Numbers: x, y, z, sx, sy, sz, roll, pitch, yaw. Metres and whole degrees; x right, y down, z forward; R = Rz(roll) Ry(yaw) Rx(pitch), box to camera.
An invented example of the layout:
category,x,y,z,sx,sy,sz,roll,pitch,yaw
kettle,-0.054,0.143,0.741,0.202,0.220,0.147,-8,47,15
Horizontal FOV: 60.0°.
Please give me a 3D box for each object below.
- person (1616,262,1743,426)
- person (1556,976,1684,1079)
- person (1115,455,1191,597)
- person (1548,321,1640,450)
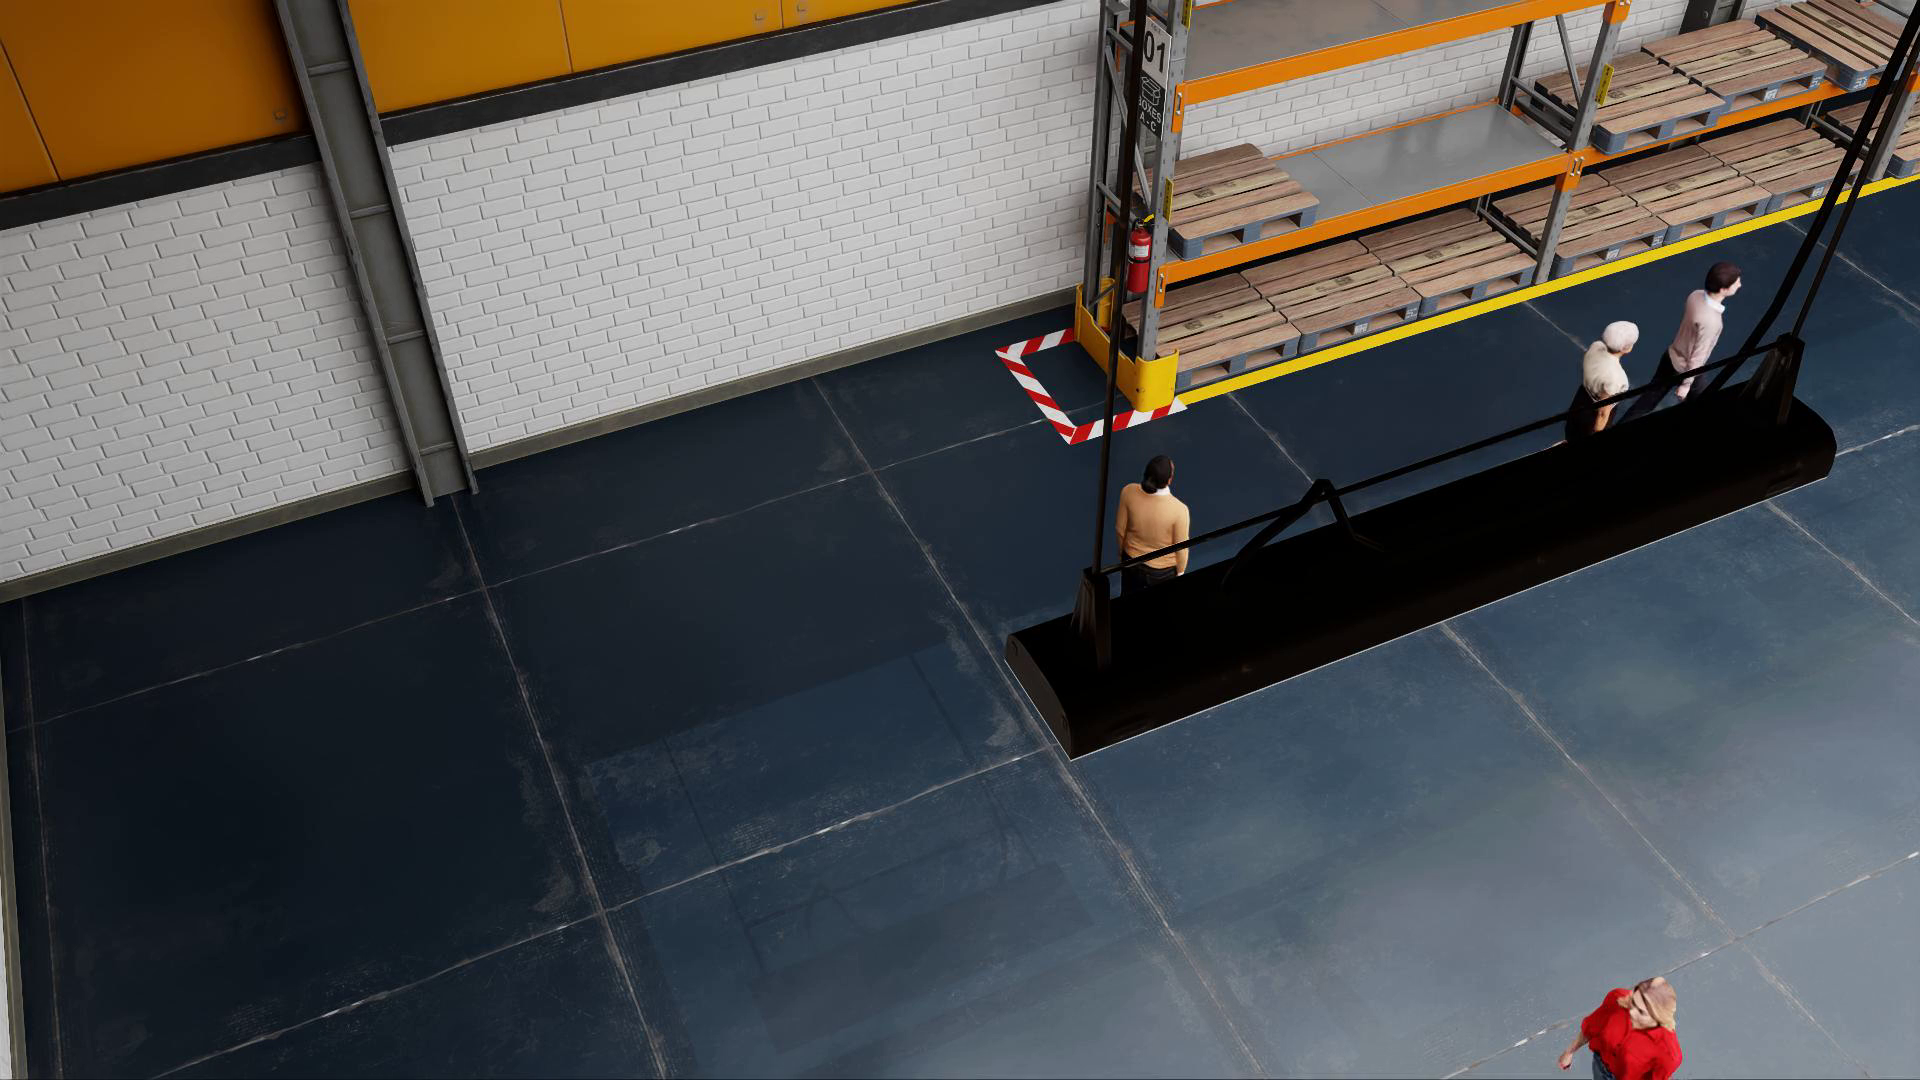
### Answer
category,x,y,z,sx,sy,sz,roll,pitch,yaw
person,5.276,-1.272,12.302,1.269,1.757,1.002,1,44,1
person,3.315,2.639,8.274,1.081,1.651,0.646,-18,46,-18
person,1.239,0.136,10.826,0.757,1.755,0.781,22,48,21
person,4.409,-0.850,11.876,1.030,1.734,0.808,-4,44,-4
